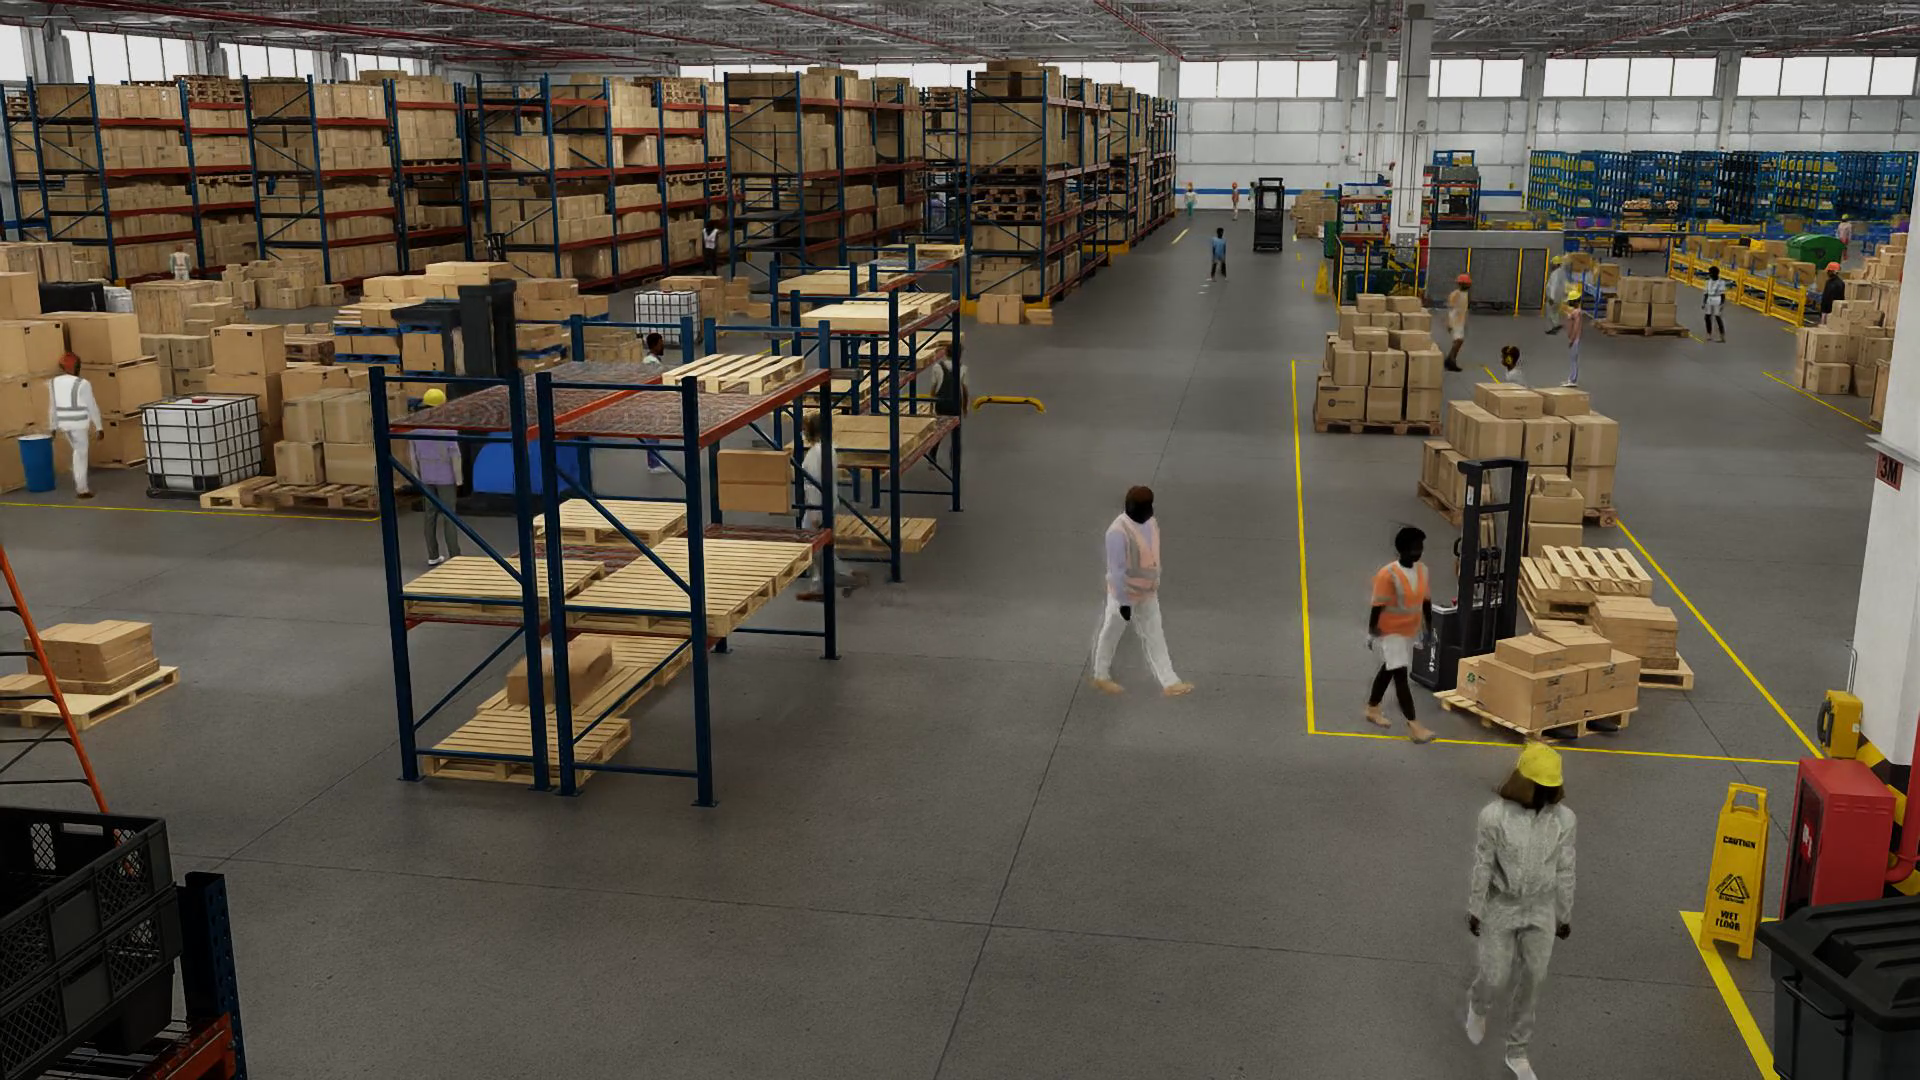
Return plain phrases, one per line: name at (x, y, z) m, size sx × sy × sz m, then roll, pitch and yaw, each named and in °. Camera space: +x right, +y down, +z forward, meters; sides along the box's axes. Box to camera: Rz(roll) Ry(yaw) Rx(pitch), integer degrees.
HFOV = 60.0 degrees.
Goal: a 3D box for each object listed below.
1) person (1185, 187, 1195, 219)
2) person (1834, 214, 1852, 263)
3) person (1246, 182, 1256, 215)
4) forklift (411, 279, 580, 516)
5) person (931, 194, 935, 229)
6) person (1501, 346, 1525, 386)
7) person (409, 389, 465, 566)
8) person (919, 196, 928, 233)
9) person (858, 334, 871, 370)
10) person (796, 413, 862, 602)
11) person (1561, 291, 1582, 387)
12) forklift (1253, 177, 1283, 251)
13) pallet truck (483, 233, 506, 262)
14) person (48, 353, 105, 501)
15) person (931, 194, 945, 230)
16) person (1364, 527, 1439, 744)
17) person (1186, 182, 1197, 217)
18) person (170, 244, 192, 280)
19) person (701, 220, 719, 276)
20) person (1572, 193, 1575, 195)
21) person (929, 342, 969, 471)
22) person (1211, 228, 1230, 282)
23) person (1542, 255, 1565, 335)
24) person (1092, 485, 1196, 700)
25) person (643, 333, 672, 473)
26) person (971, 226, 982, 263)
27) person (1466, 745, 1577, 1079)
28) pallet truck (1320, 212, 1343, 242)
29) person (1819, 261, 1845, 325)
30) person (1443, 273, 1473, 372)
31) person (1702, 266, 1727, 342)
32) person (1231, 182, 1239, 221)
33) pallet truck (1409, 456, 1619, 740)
person at (12.221, -17.890, 88.252) m, size 0.538 × 1.708 × 0.937 m, roll 4°, pitch 14°, yaw 14°
person at (31.126, -10.634, 58.745) m, size 0.848 × 1.731 × 0.528 m, roll -4°, pitch 14°, yaw -17°
person at (16.263, -19.096, 92.935) m, size 0.817 × 1.809 × 0.656 m, roll -4°, pitch 14°, yaw -15°
forklift at (-5.703, -1.779, 20.425) m, size 1.873 × 2.768 × 1.129 m, roll 3°, pitch 14°, yaw 10°
person at (-1.249, -15.786, 79.879) m, size 0.533 × 1.617 × 0.572 m, roll 3°, pitch 14°, yaw 11°
person at (7.235, -1.640, 21.987) m, size 0.439 × 1.851 × 0.497 m, roll 9°, pitch 17°, yaw 33°
person at (-5.595, -0.665, 17.864) m, size 0.585 × 1.928 × 0.378 m, roll 4°, pitch 14°, yaw 16°
person at (-1.585, -14.105, 72.521) m, size 0.565 × 1.883 × 0.984 m, roll 5°, pitch 15°, yaw 18°
person at (-1.886, -4.302, 32.548) m, size 0.607 × 1.966 × 0.367 m, roll 6°, pitch 15°, yaw 22°
person at (-1.324, -0.300, 16.393) m, size 0.585 × 1.918 × 0.633 m, roll 2°, pitch 14°, yaw 10°
person at (11.221, -3.684, 30.475) m, size 0.327 × 1.760 × 0.524 m, roll 5°, pitch 15°, yaw 20°
forklift at (12.083, -12.747, 64.956) m, size 1.129 × 2.768 × 1.873 m, roll 3°, pitch 14°, yaw 10°
pallet truck at (-11.832, -7.026, 43.548) m, size 1.885 × 1.965 × 0.823 m, roll 8°, pitch 16°, yaw 28°
person at (-11.244, -1.434, 21.129) m, size 0.719 × 1.855 × 0.536 m, roll 3°, pitch 14°, yaw 12°
person at (-1.008, -14.391, 73.702) m, size 0.644 × 1.886 × 1.048 m, roll 3°, pitch 14°, yaw 12°
person at (3.450, 0.721, 12.772) m, size 0.549 × 1.650 × 0.854 m, roll -9°, pitch 17°, yaw -34°
person at (12.544, -18.469, 90.290) m, size 0.610 × 1.866 × 1.033 m, roll 0°, pitch 14°, yaw 2°
person at (-21.246, -7.275, 45.397) m, size 0.524 × 1.587 × 0.881 m, roll -7°, pitch 15°, yaw -25°
person at (-7.933, -9.135, 52.385) m, size 0.668 × 1.858 × 0.941 m, roll 6°, pitch 15°, yaw 22°
person at (33.312, -18.385, 89.974) m, size 0.563 × 1.848 × 0.389 m, roll -8°, pitch 16°, yaw -30°
person at (-0.168, -1.822, 22.834) m, size 0.595 × 1.807 × 0.501 m, roll 2°, pitch 14°, yaw 7°
person at (8.040, -8.790, 51.405) m, size 0.538 × 1.663 × 0.835 m, roll -5°, pitch 15°, yaw -18°
person at (13.607, -5.593, 38.082) m, size 0.423 × 1.820 × 0.621 m, roll 10°, pitch 17°, yaw 35°
person at (1.483, 0.445, 13.636) m, size 0.955 × 1.791 × 0.651 m, roll 12°, pitch 18°, yaw 41°
person at (-4.196, -1.884, 22.830) m, size 0.390 × 1.920 × 0.587 m, roll -4°, pitch 14°, yaw -14°
person at (0.549, -10.250, 56.983) m, size 0.428 × 1.835 × 0.616 m, roll 11°, pitch 18°, yaw 39°
person at (2.765, 1.808, 8.204) m, size 0.507 × 1.727 × 0.440 m, roll -1°, pitch 14°, yaw -3°
pallet truck at (15.874, -13.227, 70.310) m, size 0.680 × 1.201 × 1.601 m, roll 10°, pitch 17°, yaw 35°
person at (17.875, -4.719, 34.183) m, size 0.396 × 1.992 × 0.619 m, roll -1°, pitch 14°, yaw -3°
person at (9.674, -4.205, 32.254) m, size 0.436 × 1.916 × 0.569 m, roll 13°, pitch 19°, yaw 42°
person at (16.807, -5.245, 36.997) m, size 0.413 × 1.664 × 0.555 m, roll -5°, pitch 15°, yaw -19°
person at (14.281, -17.583, 86.445) m, size 0.402 × 1.986 × 0.608 m, roll 1°, pitch 14°, yaw 3°
pallet truck at (4.504, 0.400, 13.395) m, size 0.823 × 1.965 × 1.885 m, roll -6°, pitch 15°, yaw -23°
